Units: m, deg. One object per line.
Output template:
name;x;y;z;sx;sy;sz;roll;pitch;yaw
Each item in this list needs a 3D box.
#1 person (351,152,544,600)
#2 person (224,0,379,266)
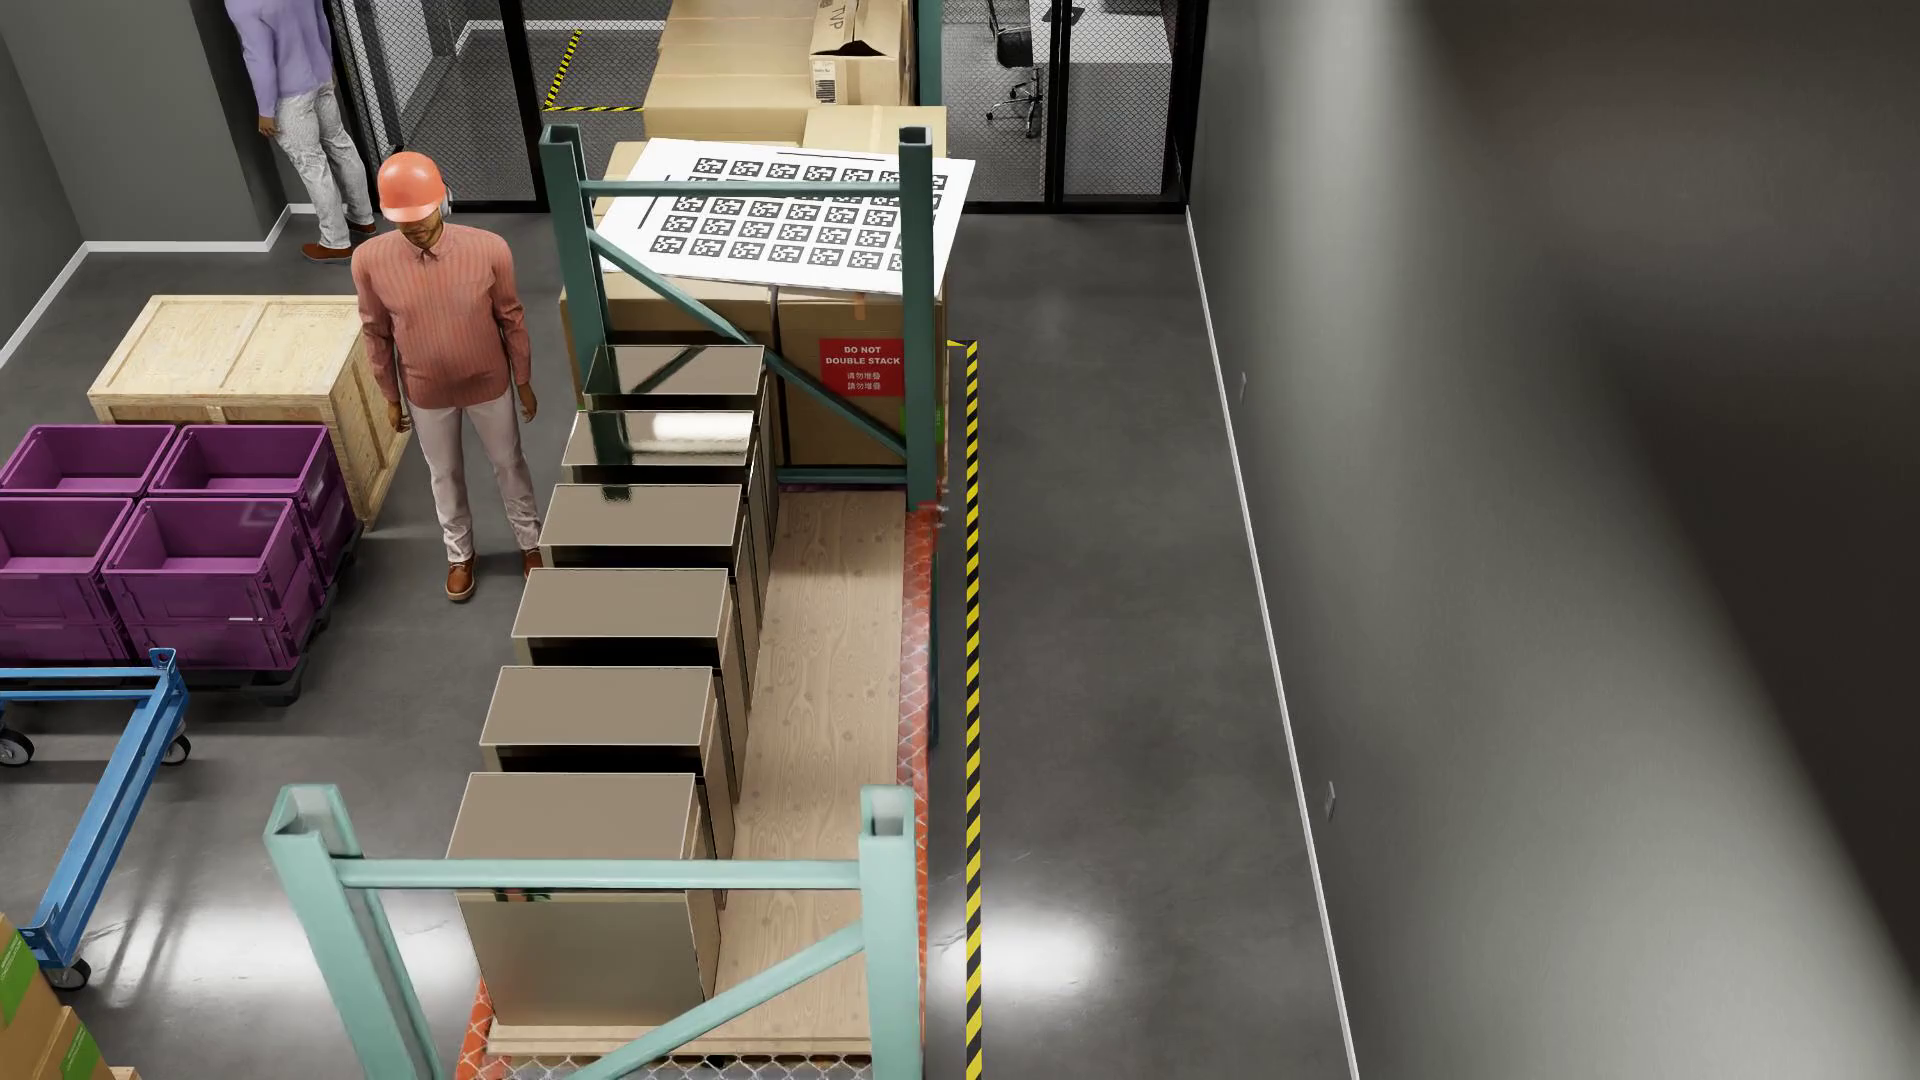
person;-1.979;-0.620;6.553;0.612;1.995;0.376;-10;42;-11
person;-3.415;-2.337;8.558;0.360;1.937;0.633;11;42;13
